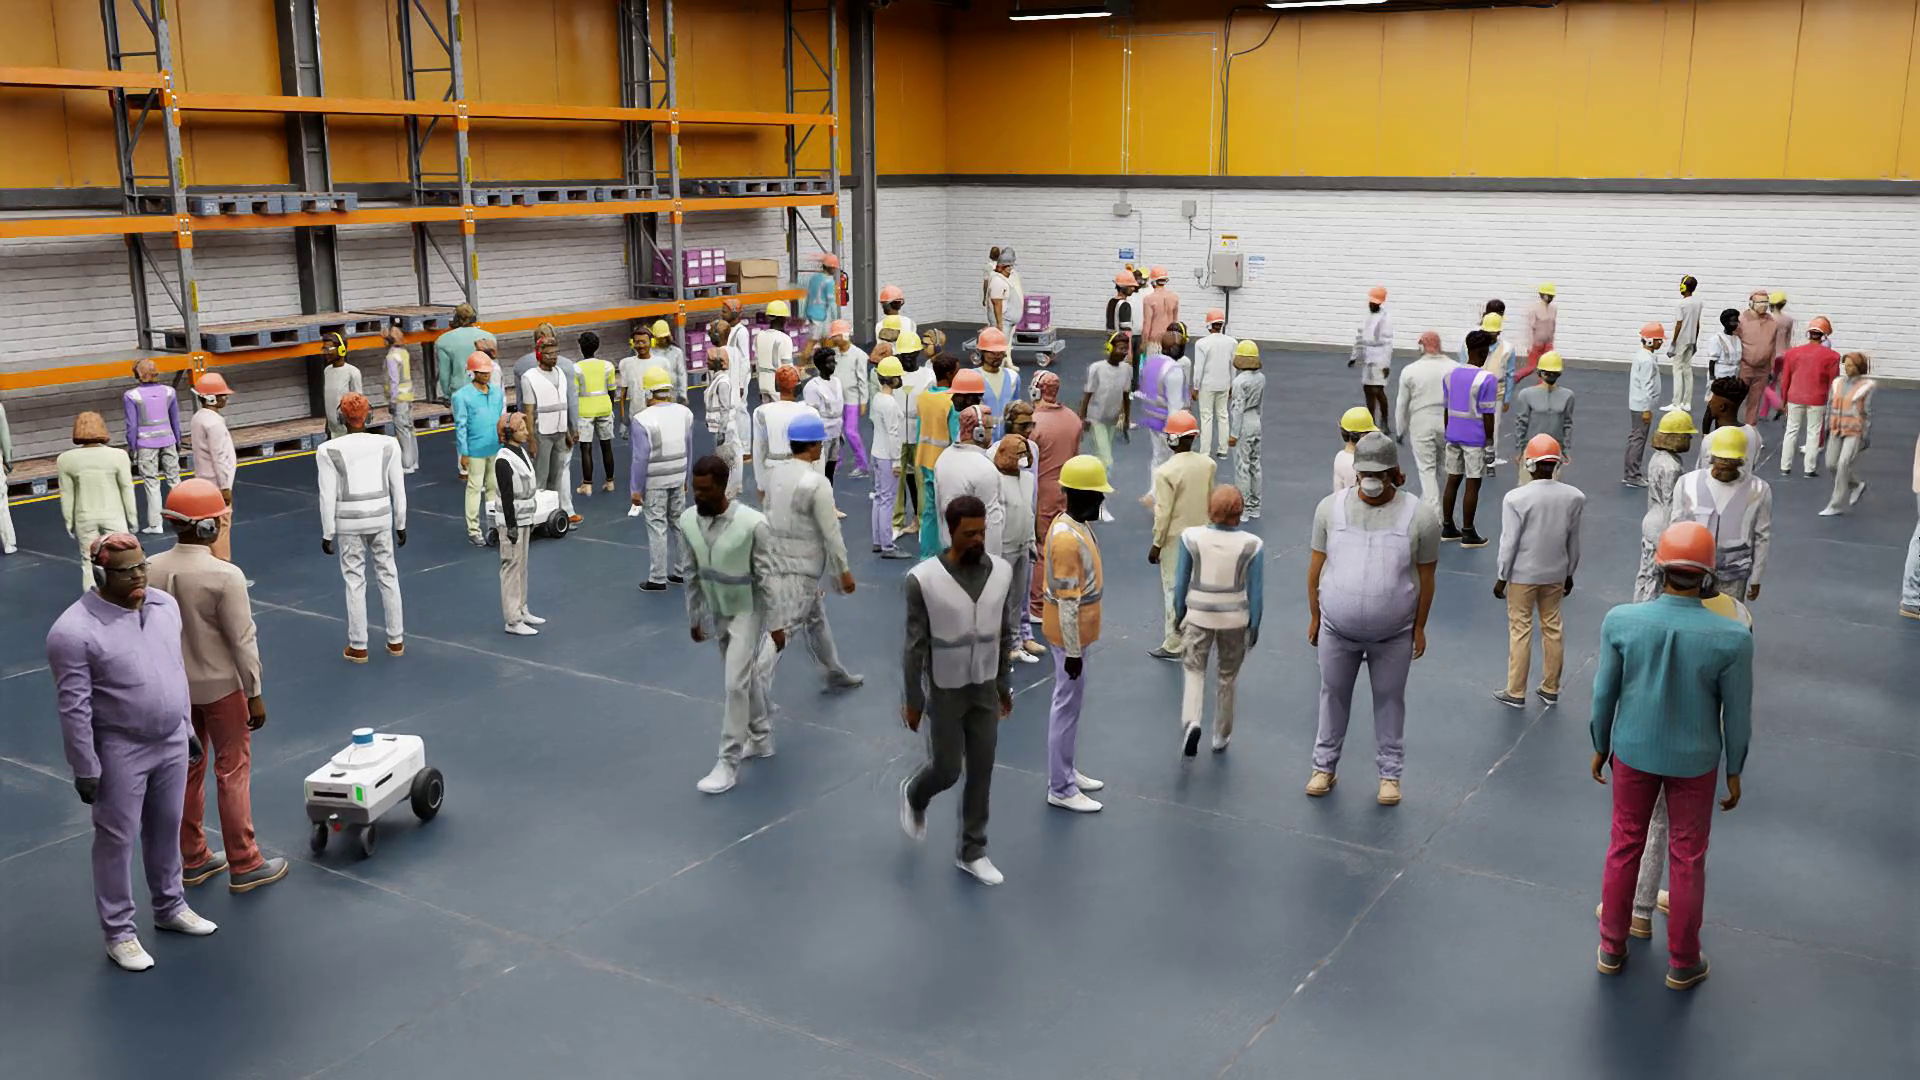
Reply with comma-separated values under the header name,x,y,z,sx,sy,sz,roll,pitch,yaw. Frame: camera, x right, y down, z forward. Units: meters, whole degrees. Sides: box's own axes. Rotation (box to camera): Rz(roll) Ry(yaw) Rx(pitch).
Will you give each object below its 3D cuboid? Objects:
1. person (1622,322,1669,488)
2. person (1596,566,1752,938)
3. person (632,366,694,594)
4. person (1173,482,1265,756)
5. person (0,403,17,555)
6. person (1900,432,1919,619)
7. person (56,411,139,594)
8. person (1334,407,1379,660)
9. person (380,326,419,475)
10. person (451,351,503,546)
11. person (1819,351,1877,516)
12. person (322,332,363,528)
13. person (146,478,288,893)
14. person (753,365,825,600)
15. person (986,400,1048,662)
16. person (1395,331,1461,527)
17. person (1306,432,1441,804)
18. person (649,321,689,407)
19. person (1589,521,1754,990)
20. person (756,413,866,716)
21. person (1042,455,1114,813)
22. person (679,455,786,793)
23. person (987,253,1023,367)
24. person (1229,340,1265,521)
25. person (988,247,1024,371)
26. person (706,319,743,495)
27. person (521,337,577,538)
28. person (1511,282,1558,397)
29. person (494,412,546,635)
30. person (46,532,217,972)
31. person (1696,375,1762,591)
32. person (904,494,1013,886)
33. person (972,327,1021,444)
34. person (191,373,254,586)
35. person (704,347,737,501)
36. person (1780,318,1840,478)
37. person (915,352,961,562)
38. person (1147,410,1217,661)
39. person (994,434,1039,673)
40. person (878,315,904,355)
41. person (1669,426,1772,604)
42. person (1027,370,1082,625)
name,x,y,z,sx,sy,sz,roll,pitch,yaw
person,7.289,-1.440,17.682,0.333,1.749,0.575,3,13,14
person,3.177,0.874,7.453,0.625,1.844,0.429,-5,14,-21
person,-2.401,-0.482,13.351,0.404,1.833,0.587,10,16,37
person,1.485,0.481,9.621,0.534,1.623,0.538,3,13,14
person,-8.555,-0.651,14.509,0.525,1.639,0.307,-10,16,-36
person,7.442,-0.394,12.616,0.395,1.993,0.616,9,16,34
person,-6.377,-0.141,12.335,0.504,1.628,0.278,-4,13,-15
person,2.733,-0.053,11.636,0.314,1.769,0.524,0,13,1
person,-6.186,-1.536,18.353,0.310,1.636,0.523,0,13,-2
person,-4.304,-0.835,15.057,0.331,1.750,0.572,8,15,31
person,8.711,-1.043,16.254,0.589,1.619,0.519,-5,14,-20
person,-5.782,-1.012,15.570,0.531,1.871,0.322,8,15,31
person,-3.566,0.691,7.910,0.622,1.992,0.396,4,14,18
person,-1.324,-0.432,13.023,0.584,1.882,0.348,4,13,16
person,0.377,-0.065,11.550,0.359,1.835,0.514,12,18,43
person,4.491,-1.047,15.802,0.682,1.849,0.990,-1,13,-4
person,2.200,0.422,8.977,0.682,2.000,0.537,5,14,20
person,-3.215,-1.553,18.279,0.483,1.694,0.854,-9,16,-35
person,2.976,0.901,6.995,0.624,1.993,0.388,8,15,32
person,-1.032,0.158,10.523,1.051,1.901,0.632,-10,16,-36
person,0.627,0.490,8.931,0.369,1.924,0.594,2,13,7
person,-1.319,0.443,9.287,0.627,1.865,0.823,9,16,34
person,0.695,-3.392,25.518,0.535,2.000,0.684,3,13,11
person,2.737,-1.053,16.027,0.302,1.743,0.494,10,17,38
person,0.773,-3.730,26.985,0.536,2.000,0.682,8,15,32
person,-2.425,-1.337,17.035,0.345,1.846,0.506,6,14,23
person,-3.824,-0.961,15.401,0.373,1.843,0.570,6,14,24
person,8.208,-2.813,23.671,0.524,1.742,0.699,-6,14,-25
person,-3.262,-0.127,12.234,0.309,1.641,0.512,0,13,-2
person,-3.560,0.894,7.224,0.403,1.906,0.652,5,14,20
person,5.372,-0.186,11.776,0.603,1.966,0.368,-10,16,-37
person,-0.018,0.696,8.085,0.607,1.903,0.641,-8,15,-32
person,0.270,-0.808,14.303,0.609,2.044,0.394,-7,15,-29
person,-6.035,-0.487,13.543,0.338,1.752,0.565,-10,16,-36
person,-2.353,-1.081,16.373,0.310,1.642,0.514,-3,13,-14
person,9.295,-1.556,18.212,0.574,1.742,0.355,9,16,34
person,-0.148,-0.570,13.545,0.392,1.920,0.587,-9,16,-34
person,1.526,-0.034,11.580,0.561,1.753,0.327,-11,17,-39
person,0.357,0.080,11.352,0.279,1.633,0.504,10,16,37
person,-0.781,-1.658,18.684,0.324,1.730,0.490,-3,13,-13
person,4.771,0.176,10.518,0.592,1.826,0.403,6,14,25
person,0.620,-0.320,12.488,0.407,1.908,0.641,11,17,40
